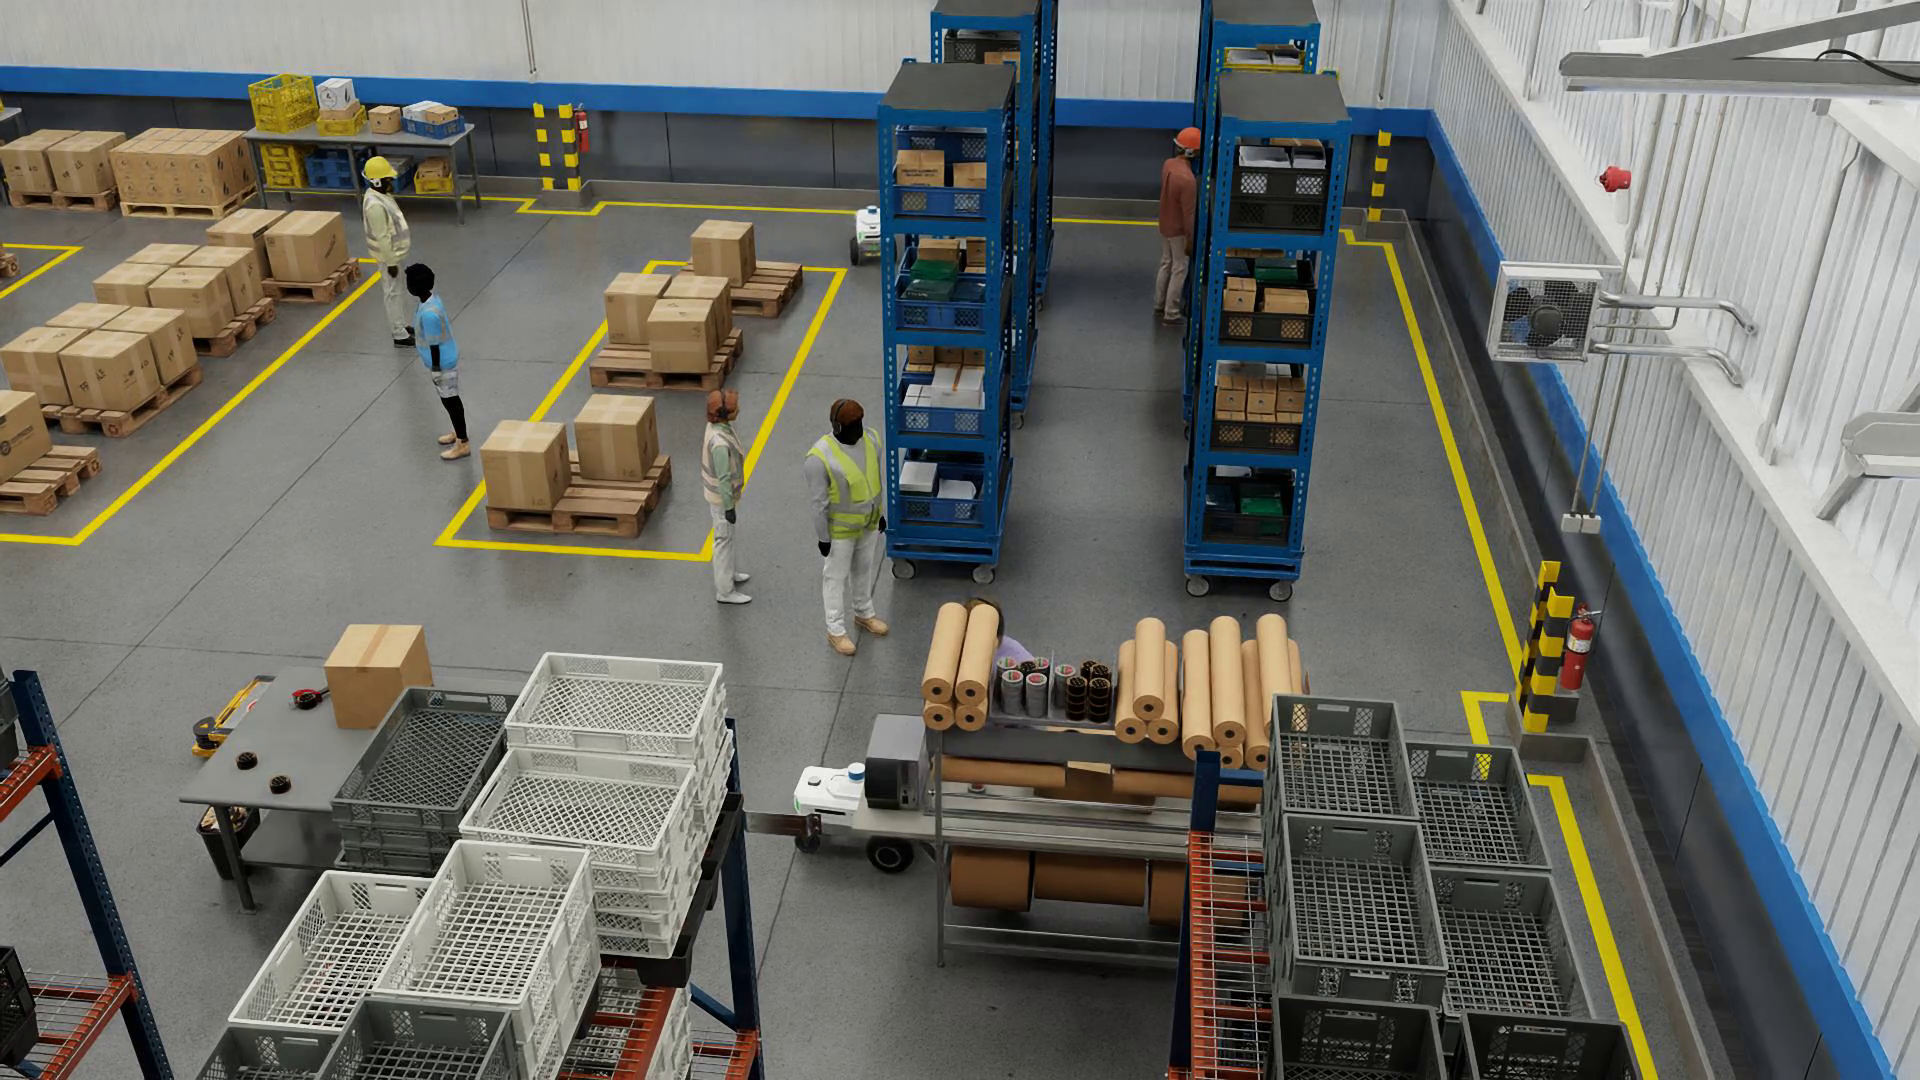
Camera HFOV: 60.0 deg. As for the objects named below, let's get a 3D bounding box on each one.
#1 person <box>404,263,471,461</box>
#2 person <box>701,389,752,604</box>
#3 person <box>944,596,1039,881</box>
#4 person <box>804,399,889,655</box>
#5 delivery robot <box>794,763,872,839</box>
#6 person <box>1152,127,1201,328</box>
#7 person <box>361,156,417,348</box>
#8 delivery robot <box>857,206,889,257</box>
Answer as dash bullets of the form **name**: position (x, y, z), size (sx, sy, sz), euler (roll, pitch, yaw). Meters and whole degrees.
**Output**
- **person**: position (-4.331, -1.496, 13.816), size (0.322, 1.691, 0.534), euler (-9, 31, -15)
- **person**: position (-1.671, -0.318, 11.851), size (0.315, 1.632, 0.520), euler (-5, 31, -8)
- **person**: position (0.146, 1.112, 9.104), size (0.630, 1.929, 0.370), euler (17, 34, 27)
- **person**: position (-0.735, -0.114, 11.292), size (0.429, 1.844, 0.626), euler (24, 38, 35)
- **delivery robot**: position (-0.596, 1.516, 9.672), size (0.707, 0.478, 0.477), euler (5, 31, 9)
- **person**: position (2.142, -3.033, 16.175), size (0.411, 1.980, 0.625), euler (-8, 31, -14)
- **person**: position (-5.408, -2.744, 15.816), size (0.404, 1.835, 0.590), euler (-8, 31, -13)
- **delivery robot**: position (-0.948, -3.390, 18.099), size (0.477, 0.478, 0.707), euler (-2, 30, -3)
